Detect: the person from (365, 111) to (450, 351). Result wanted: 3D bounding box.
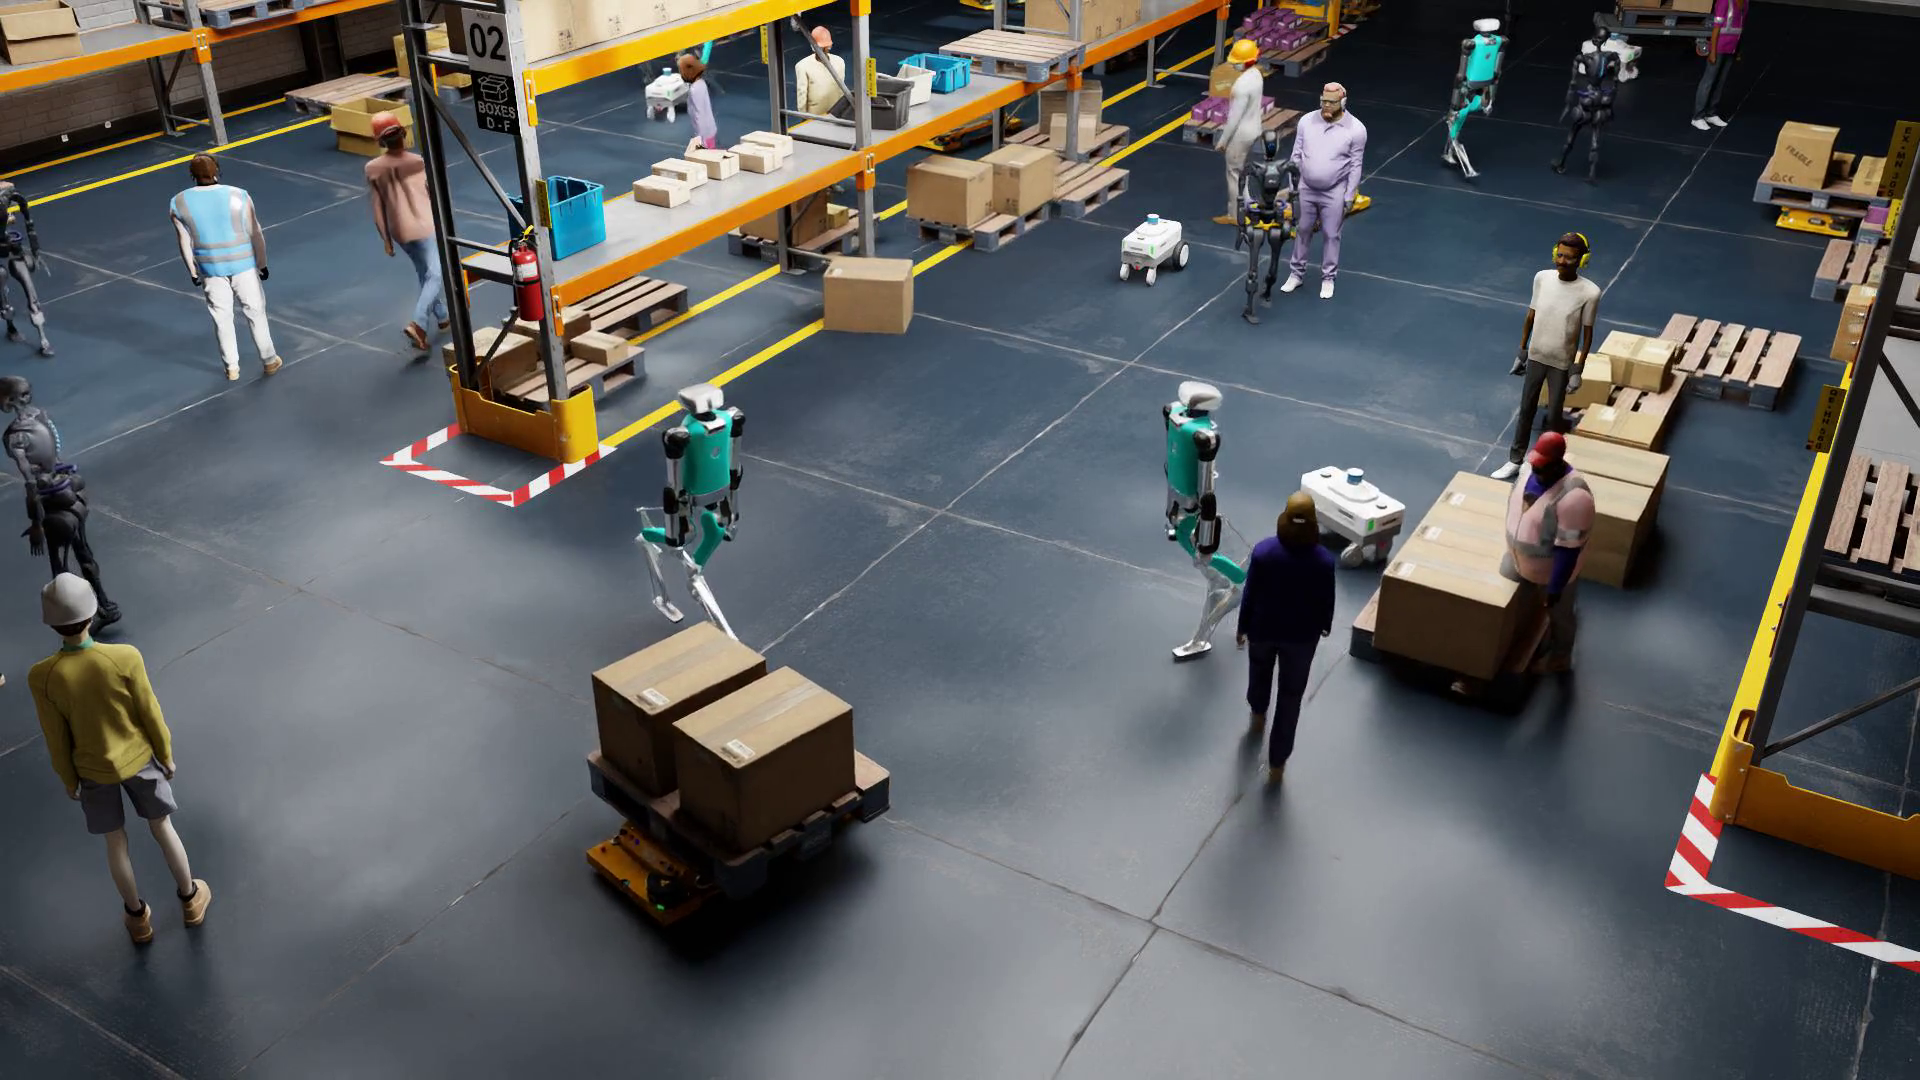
[{"bbox_3d":[-4.540,-2.531,13.738,0.644,1.941,0.895,4,30,7],"label":"person"}]

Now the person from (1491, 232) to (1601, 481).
[{"bbox_3d":[4.066,-1.224,11.476,0.327,1.876,0.514,-26,38,-38],"label":"person"}]

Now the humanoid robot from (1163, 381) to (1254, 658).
[{"bbox_3d":[1.487,-0.057,9.638,0.657,1.885,0.545,-9,31,-16],"label":"humanoid robot"}]

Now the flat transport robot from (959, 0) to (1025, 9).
[{"bbox_3d":[0.741,-8.512,26.000,1.431,0.231,0.659,-21,36,-33],"label":"flat transport robot"}]

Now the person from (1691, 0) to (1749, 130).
[{"bbox_3d":[9.002,-5.780,19.563,0.511,1.848,0.338,-16,33,-26],"label":"person"}]

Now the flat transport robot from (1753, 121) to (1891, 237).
[{"bbox_3d":[8.808,-3.416,16.984,0.659,0.231,1.431,17,34,27],"label":"flat transport robot"}]

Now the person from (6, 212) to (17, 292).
[{"bbox_3d":[-8.624,-2.821,14.456,0.740,1.726,0.796,6,30,11],"label":"person"}]

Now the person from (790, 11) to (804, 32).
[{"bbox_3d":[-2.386,-8.330,23.998,0.493,1.924,0.781,7,30,12],"label":"person"}]

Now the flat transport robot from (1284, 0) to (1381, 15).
[{"bbox_3d":[5.700,-8.328,25.674,1.431,0.231,0.659,21,36,32],"label":"flat transport robot"}]

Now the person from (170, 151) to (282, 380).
[{"bbox_3d":[-5.802,-2.165,13.176,0.624,1.844,0.429,-9,31,-16],"label":"person"}]

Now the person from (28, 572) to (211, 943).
[{"bbox_3d":[-3.816,1.005,7.519,0.480,1.889,0.398,-14,32,-23],"label":"person"}]

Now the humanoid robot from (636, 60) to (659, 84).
[{"bbox_3d":[-4.049,-6.651,21.125,0.533,1.704,0.736,20,35,31],"label":"humanoid robot"}]

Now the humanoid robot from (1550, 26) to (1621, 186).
[{"bbox_3d":[6.736,-4.672,17.801,0.589,1.626,0.734,-4,30,-7],"label":"humanoid robot"}]

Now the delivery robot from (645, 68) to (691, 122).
[{"bbox_3d":[-3.543,-5.450,20.290,0.499,0.593,0.797,8,30,13],"label":"delivery robot"}]

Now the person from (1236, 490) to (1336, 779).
[{"bbox_3d":[1.736,0.429,8.834,0.469,1.593,0.785,9,31,16],"label":"person"}]

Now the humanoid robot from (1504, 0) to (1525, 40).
[{"bbox_3d":[7.969,-8.036,23.757,0.589,1.636,0.681,6,30,11],"label":"humanoid robot"}]

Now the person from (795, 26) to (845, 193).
[{"bbox_3d":[-1.418,-4.457,17.315,0.563,1.752,0.336,-16,33,-26],"label":"person"}]

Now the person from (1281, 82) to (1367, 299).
[{"bbox_3d":[3.212,-3.097,14.758,0.642,1.908,0.414,14,32,23],"label":"person"}]

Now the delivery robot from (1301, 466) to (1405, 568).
[{"bbox_3d":[2.555,-0.195,10.988,0.525,0.587,0.750,-17,34,-28],"label":"delivery robot"}]

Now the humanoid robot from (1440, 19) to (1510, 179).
[{"bbox_3d":[5.430,-4.771,17.913,0.533,1.744,1.018,-8,31,-14],"label":"humanoid robot"}]

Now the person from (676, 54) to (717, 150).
[{"bbox_3d":[-2.653,-4.077,16.779,0.517,1.609,0.520,2,30,3],"label":"person"}]

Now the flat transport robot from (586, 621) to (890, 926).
[{"bbox_3d":[-1.117,1.403,8.460,1.431,0.231,0.659,-26,39,-38],"label":"flat transport robot"}]

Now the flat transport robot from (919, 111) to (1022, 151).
[{"bbox_3d":[0.027,-4.843,19.509,0.659,0.231,1.431,23,37,35],"label":"flat transport robot"}]

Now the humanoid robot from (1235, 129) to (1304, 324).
[{"bbox_3d":[2.674,-2.729,14.370,0.610,1.645,0.610,-2,30,-3],"label":"humanoid robot"}]

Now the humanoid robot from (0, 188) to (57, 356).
[{"bbox_3d":[-7.860,-2.326,13.673,0.583,1.625,0.798,-23,37,-35],"label":"humanoid robot"}]

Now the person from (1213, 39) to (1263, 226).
[{"bbox_3d":[2.777,-4.012,16.419,0.388,1.867,0.594,12,32,20],"label":"person"}]

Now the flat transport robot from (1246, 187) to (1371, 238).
[{"bbox_3d":[3.534,-3.387,16.933,0.659,0.231,1.431,24,37,36],"label":"flat transport robot"}]

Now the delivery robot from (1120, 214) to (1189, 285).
[{"bbox_3d":[1.788,-2.736,15.492,0.499,0.595,0.792,15,33,25],"label":"delivery robot"}]

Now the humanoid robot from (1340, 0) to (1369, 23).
[{"bbox_3d":[5.884,-8.438,24.426,0.531,1.801,0.878,-24,37,-35],"label":"humanoid robot"}]

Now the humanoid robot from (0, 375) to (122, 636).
[{"bbox_3d":[-5.348,-0.205,9.881,0.376,1.664,0.591,-5,30,-9],"label":"humanoid robot"}]

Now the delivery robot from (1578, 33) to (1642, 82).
[{"bbox_3d":[8.570,-6.377,21.924,0.782,0.586,0.499,25,38,37],"label":"delivery robot"}]

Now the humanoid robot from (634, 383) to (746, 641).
[{"bbox_3d":[-1.624,-0.160,9.775,1.037,1.749,0.545,26,38,37],"label":"humanoid robot"}]

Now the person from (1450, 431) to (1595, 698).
[{"bbox_3d":[3.217,0.123,9.295,0.937,1.683,0.585,-16,33,-25],"label":"person"}]

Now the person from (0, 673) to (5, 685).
[{"bbox_3d":[-5.798,-0.020,9.263,0.367,1.959,0.604,-20,35,-31],"label":"person"}]

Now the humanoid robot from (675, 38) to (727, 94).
[{"bbox_3d":[-3.288,-6.395,20.788,0.547,1.808,0.834,22,36,33],"label":"humanoid robot"}]
